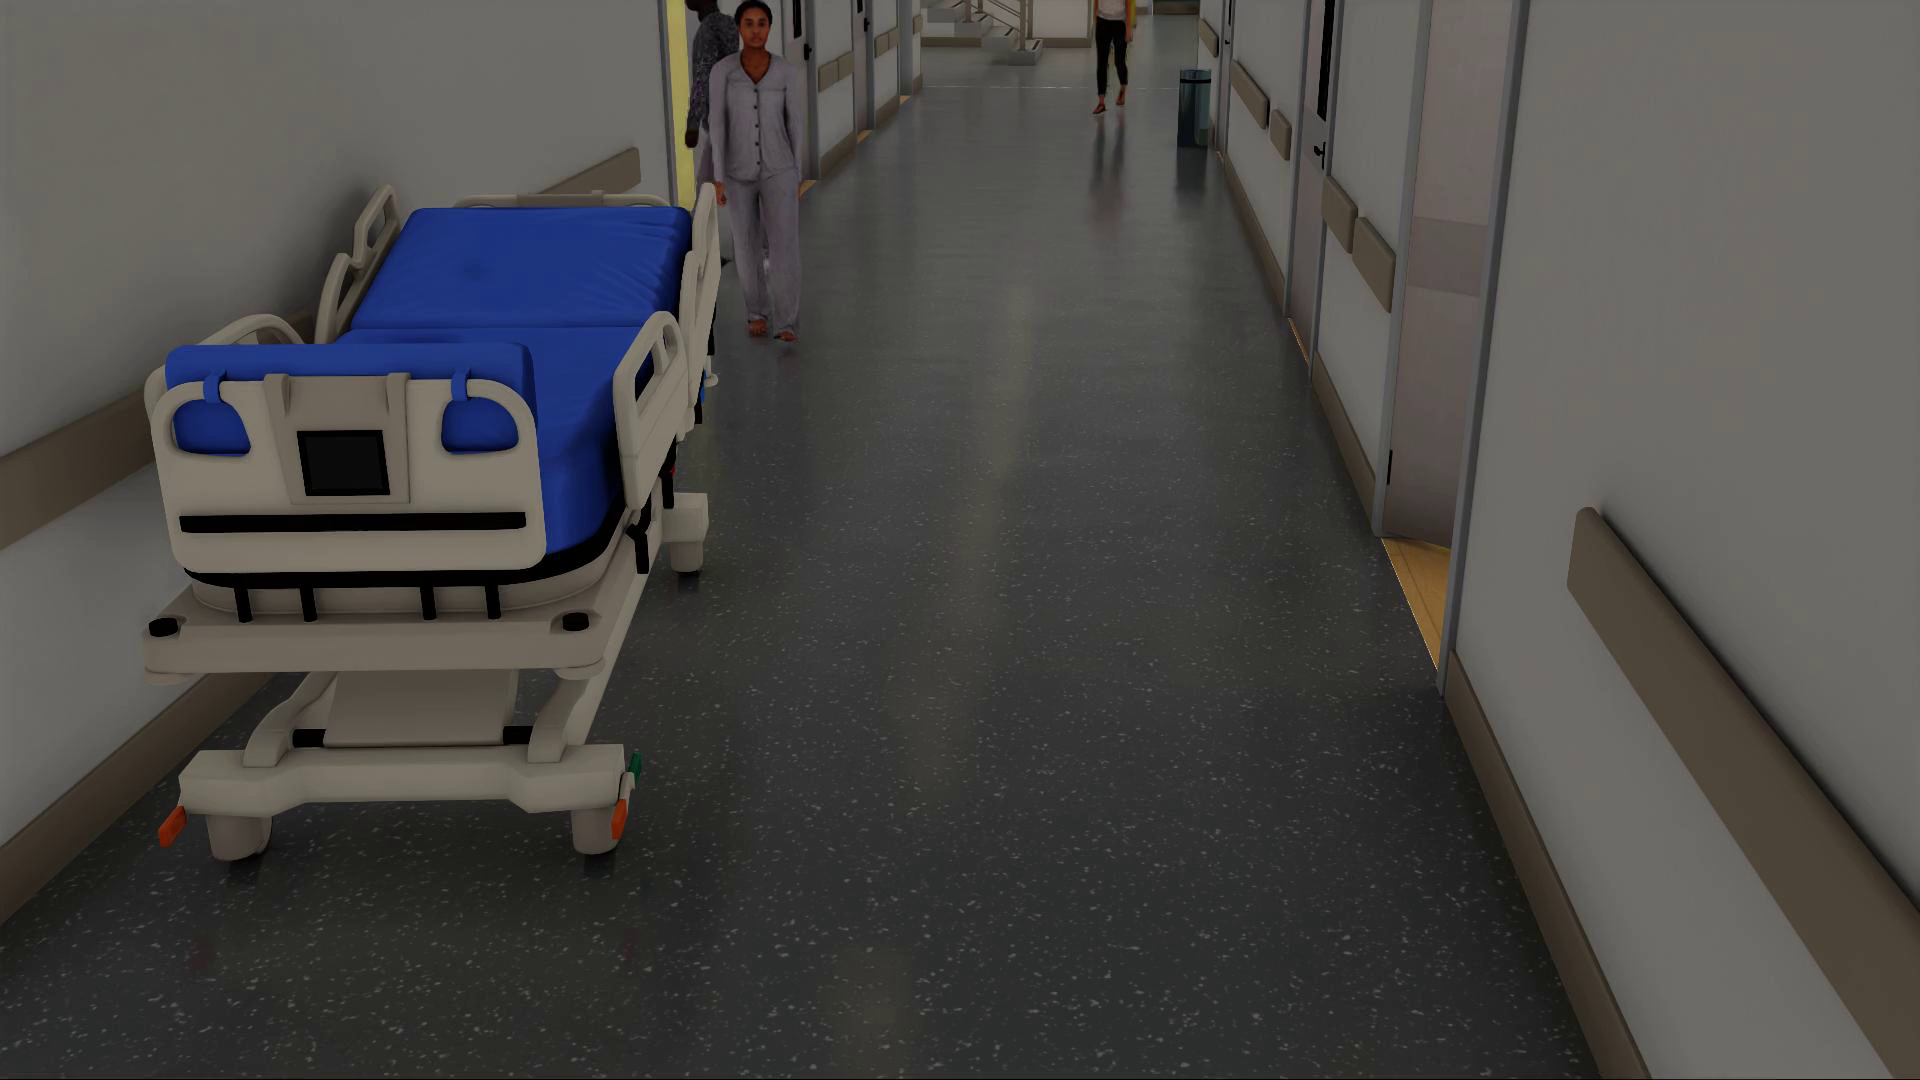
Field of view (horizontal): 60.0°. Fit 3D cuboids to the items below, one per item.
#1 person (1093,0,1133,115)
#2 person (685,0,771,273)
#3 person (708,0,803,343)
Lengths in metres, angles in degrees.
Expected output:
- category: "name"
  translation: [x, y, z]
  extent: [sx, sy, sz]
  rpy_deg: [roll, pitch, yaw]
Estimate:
- category: "person"
  translation: [1.740, -5.721, 18.613]
  extent: [1.065, 1.807, 0.846]
  rpy_deg: [7, 22, 17]
- category: "person"
  translation: [-1.352, -2.513, 10.163]
  extent: [1.151, 1.794, 0.909]
  rpy_deg: [-1, 21, -4]
- category: "person"
  translation: [-1.065, -1.916, 8.709]
  extent: [0.950, 1.707, 0.802]
  rpy_deg: [-2, 21, -5]
